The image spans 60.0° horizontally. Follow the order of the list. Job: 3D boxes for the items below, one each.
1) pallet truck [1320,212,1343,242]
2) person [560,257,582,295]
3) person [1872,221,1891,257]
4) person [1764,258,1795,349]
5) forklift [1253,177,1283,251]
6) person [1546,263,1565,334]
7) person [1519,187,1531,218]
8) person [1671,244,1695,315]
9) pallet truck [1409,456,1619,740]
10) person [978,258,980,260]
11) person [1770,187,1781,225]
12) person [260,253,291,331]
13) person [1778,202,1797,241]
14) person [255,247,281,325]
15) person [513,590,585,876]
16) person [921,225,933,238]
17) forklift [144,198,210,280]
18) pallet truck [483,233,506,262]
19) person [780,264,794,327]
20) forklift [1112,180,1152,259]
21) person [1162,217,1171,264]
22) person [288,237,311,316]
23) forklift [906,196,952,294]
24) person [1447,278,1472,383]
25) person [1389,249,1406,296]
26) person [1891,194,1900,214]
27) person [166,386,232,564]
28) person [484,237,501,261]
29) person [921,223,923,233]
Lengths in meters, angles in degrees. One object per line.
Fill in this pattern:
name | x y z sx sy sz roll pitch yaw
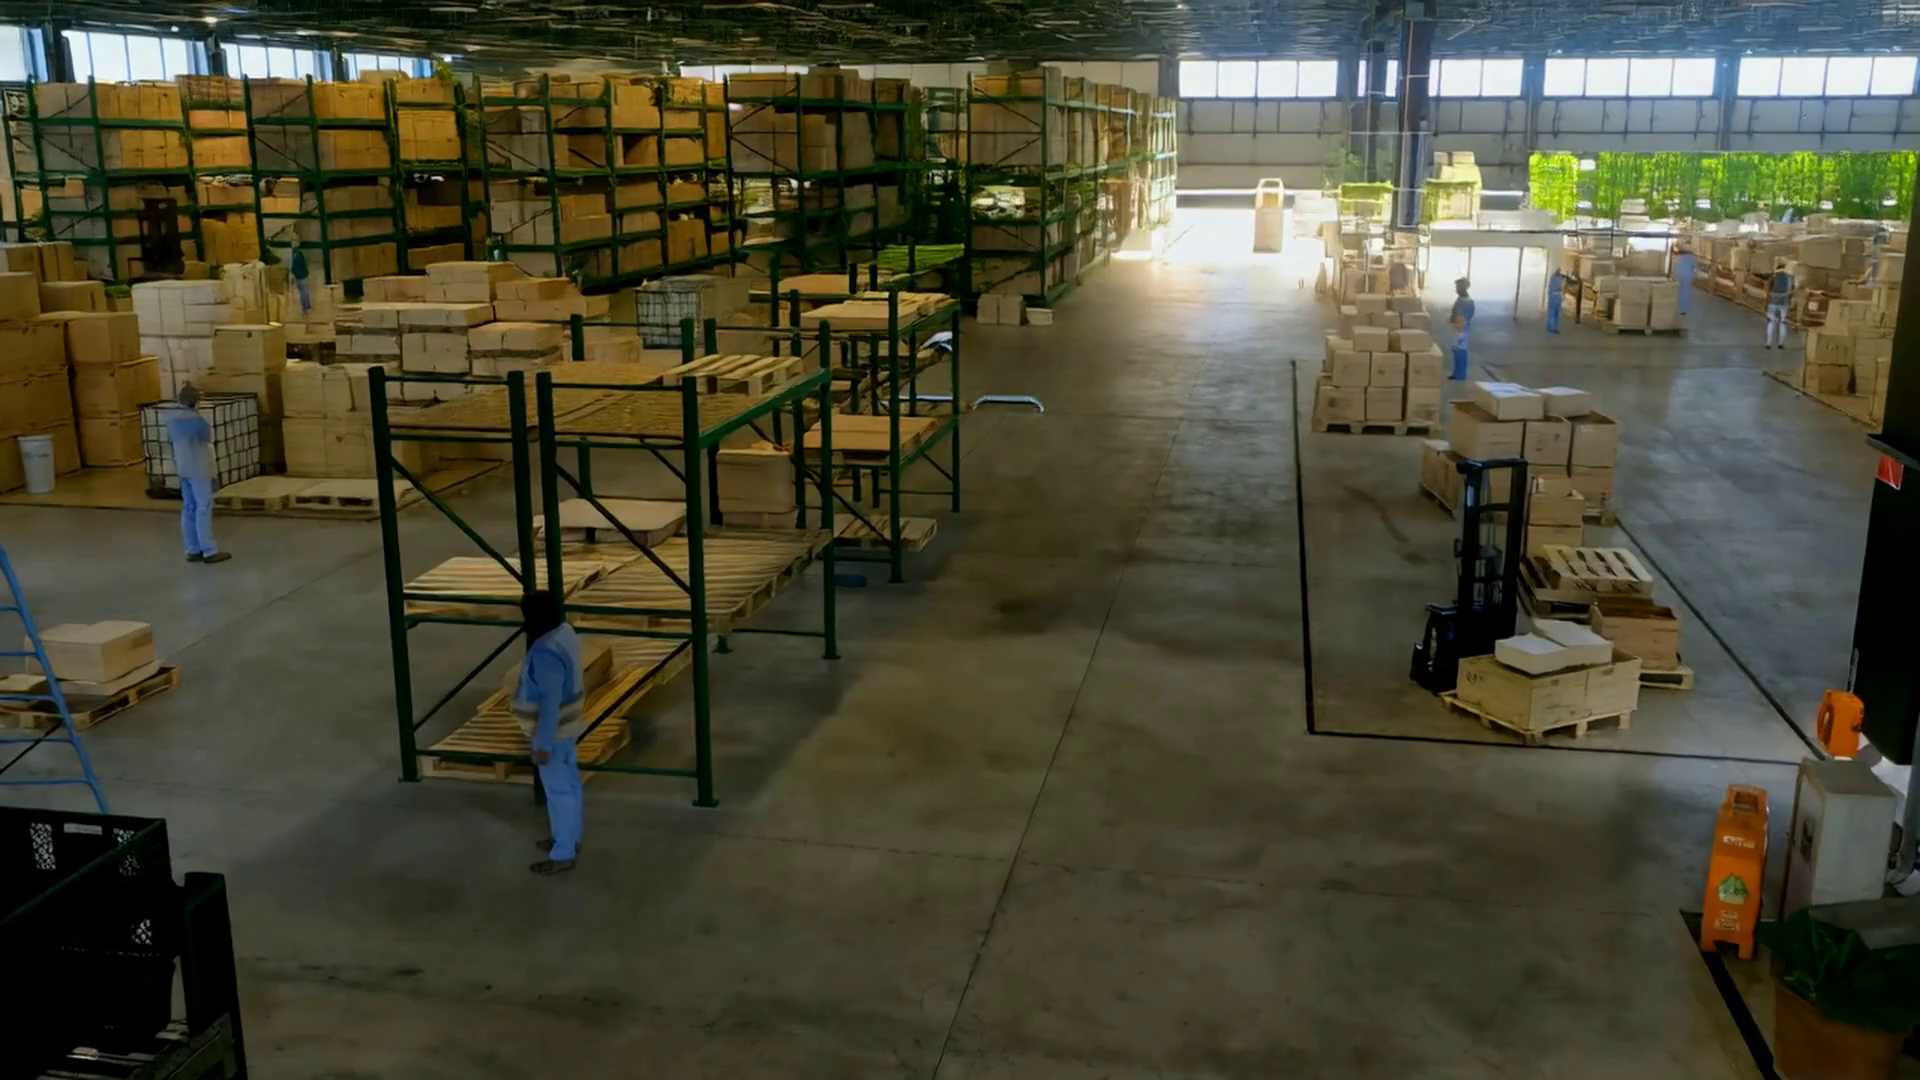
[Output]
pallet truck | 15.874 -13.227 70.310 0.680 1.201 1.601 10 17 35
person | -9.405 -6.035 40.283 0.523 1.631 0.313 0 14 1
person | 28.494 -8.885 51.338 0.568 1.883 1.013 7 15 25
person | 17.628 -5.090 35.817 0.552 1.932 0.377 5 15 18
forklift | 12.083 -12.747 64.956 1.129 2.768 1.873 3 14 10
person | 13.760 -5.581 38.416 0.310 1.640 0.514 -3 14 -12
person | 28.795 -17.090 84.834 0.610 1.801 0.811 0 14 -1
person | 18.440 -6.650 42.484 0.601 1.780 0.971 2 14 9
pallet truck | 4.504 0.400 13.395 0.823 1.965 1.885 -6 15 -23
person | 1.173 -10.751 58.913 1.011 1.881 0.544 2 14 7
person | 40.657 -16.716 82.890 0.375 1.997 0.611 5 15 19
person | -15.421 -5.507 37.523 0.630 1.931 0.366 -10 17 -36
person | 34.680 -13.257 69.425 0.928 1.716 0.545 3 14 12
person | -16.452 -6.030 39.668 0.595 1.915 0.371 -3 14 -13
person | -2.582 1.199 10.487 0.429 1.838 0.621 -1 14 -2
person | -1.122 -9.245 53.241 0.542 1.662 0.805 2 14 7
forklift | -21.506 -7.855 45.093 1.129 2.768 1.873 7 15 26
pallet truck | -11.832 -7.026 43.548 1.885 1.965 0.823 8 16 28
person | -3.817 -5.416 37.671 0.638 1.670 0.542 8 16 29
forklift | 6.082 -11.722 60.796 1.873 2.768 1.129 2 14 9
person | 7.300 -10.579 58.721 0.270 1.632 0.509 0 14 0
person | -16.771 -6.692 42.194 0.396 1.992 0.623 -8 16 -29
forklift | -0.830 -8.256 46.724 1.129 2.768 1.873 3 14 10
person | 9.289 -3.897 30.930 0.409 1.957 0.658 -1 14 -3
person | 10.795 -6.276 40.977 0.315 1.770 0.523 -8 16 -28
person | 44.194 -15.601 78.765 0.918 1.811 0.570 4 14 15
person | -8.273 -0.708 18.017 0.629 1.940 0.372 8 16 30
person | -14.153 -8.641 50.455 0.619 1.836 0.430 -13 19 -43
person | -1.490 -11.118 60.987 0.846 1.594 0.499 4 14 17
